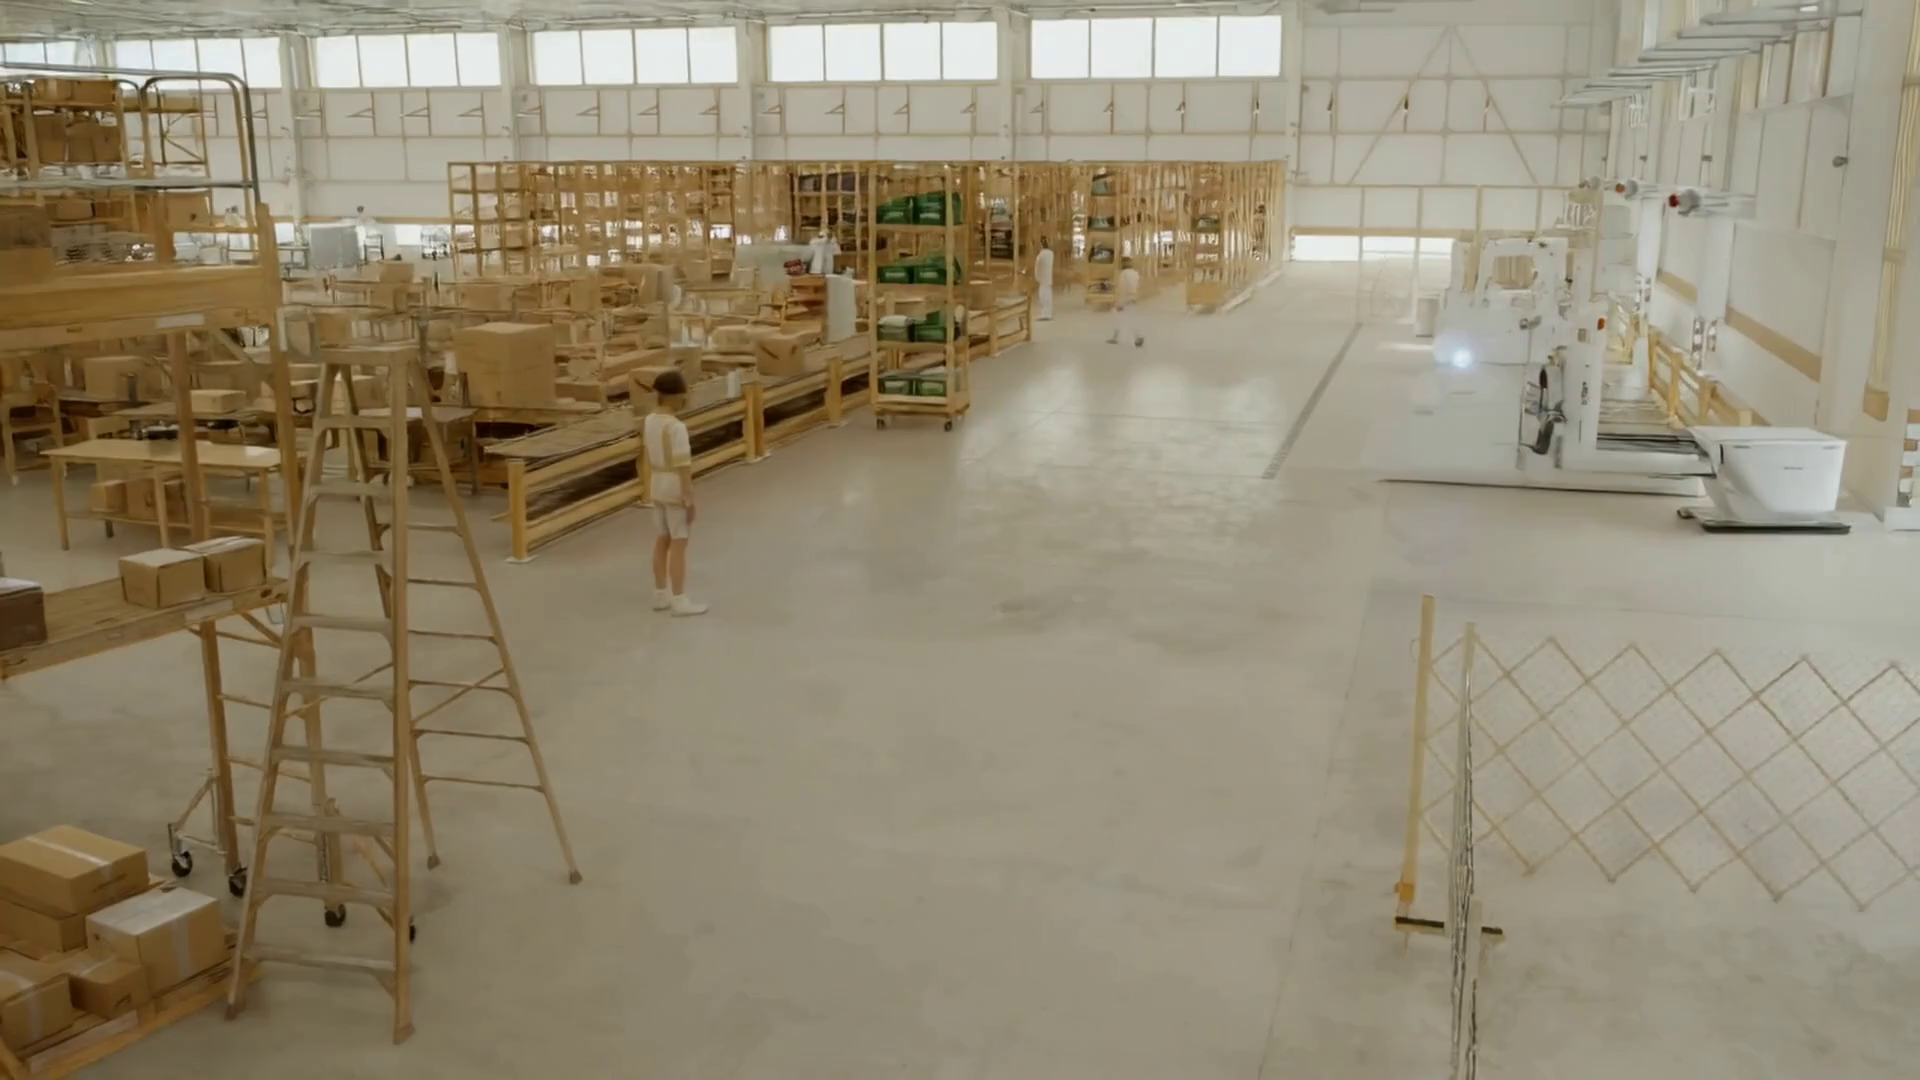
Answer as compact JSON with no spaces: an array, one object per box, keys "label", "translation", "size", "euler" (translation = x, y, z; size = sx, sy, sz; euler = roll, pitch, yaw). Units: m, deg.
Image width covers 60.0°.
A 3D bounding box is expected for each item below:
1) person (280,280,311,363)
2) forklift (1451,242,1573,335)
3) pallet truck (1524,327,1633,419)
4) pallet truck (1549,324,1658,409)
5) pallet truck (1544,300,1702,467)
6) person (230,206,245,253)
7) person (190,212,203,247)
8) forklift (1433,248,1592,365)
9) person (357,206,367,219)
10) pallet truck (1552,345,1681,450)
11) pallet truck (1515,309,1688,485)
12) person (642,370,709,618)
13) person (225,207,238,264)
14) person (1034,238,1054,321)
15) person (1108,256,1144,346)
[{"label":"person","translation":[-11.857,-3.794,29.136],"size":[0.735,1.743,0.526],"euler":[-2,13,-9]},{"label":"forklift","translation":[10.464,-4.597,31.405],"size":[2.680,1.987,1.157],"euler":[4,14,16]},{"label":"pallet truck","translation":[9.065,-2.460,24.370],"size":[1.522,1.261,0.704],"euler":[3,13,14]},{"label":"pallet truck","translation":[9.824,-2.669,25.407],"size":[1.601,1.201,0.680],"euler":[4,14,16]},{"label":"pallet truck","translation":[8.263,-1.952,20.631],"size":[1.885,1.965,0.823],"euler":[5,14,20]},{"label":"person","translation":[-27.072,-11.534,62.195],"size":[0.567,1.917,0.477],"euler":[2,13,8]},{"label":"person","translation":[-27.604,-10.982,60.167],"size":[0.545,1.751,0.366],"euler":[6,14,25]},{"label":"forklift","translation":[9.780,-4.111,29.280],"size":[2.680,1.987,1.157],"euler":[3,13,14]},{"label":"person","translation":[-23.166,-12.064,64.720],"size":[0.796,1.820,0.633],"euler":[-2,13,-10]},{"label":"pallet truck","translation":[8.641,-1.896,21.908],"size":[1.630,1.274,0.653],"euler":[4,14,16]},{"label":"pallet truck","translation":[7.554,-1.677,19.446],"size":[1.885,1.965,0.823],"euler":[3,13,14]},{"label":"person","translation":[-2.365,-0.380,13.741],"size":[0.375,2.044,0.607],"euler":[-11,17,-40]},{"label":"person","translation":[-25.620,-10.711,58.508],"size":[0.408,1.987,0.607],"euler":[2,13,9]},{"label":"person","translation":[1.919,-6.008,38.367],"size":[0.402,1.898,0.652],"euler":[6,15,26]},{"label":"person","translation":[3.384,-4.801,33.405],"size":[0.608,1.789,0.932],"euler":[-10,16,-36]}]
